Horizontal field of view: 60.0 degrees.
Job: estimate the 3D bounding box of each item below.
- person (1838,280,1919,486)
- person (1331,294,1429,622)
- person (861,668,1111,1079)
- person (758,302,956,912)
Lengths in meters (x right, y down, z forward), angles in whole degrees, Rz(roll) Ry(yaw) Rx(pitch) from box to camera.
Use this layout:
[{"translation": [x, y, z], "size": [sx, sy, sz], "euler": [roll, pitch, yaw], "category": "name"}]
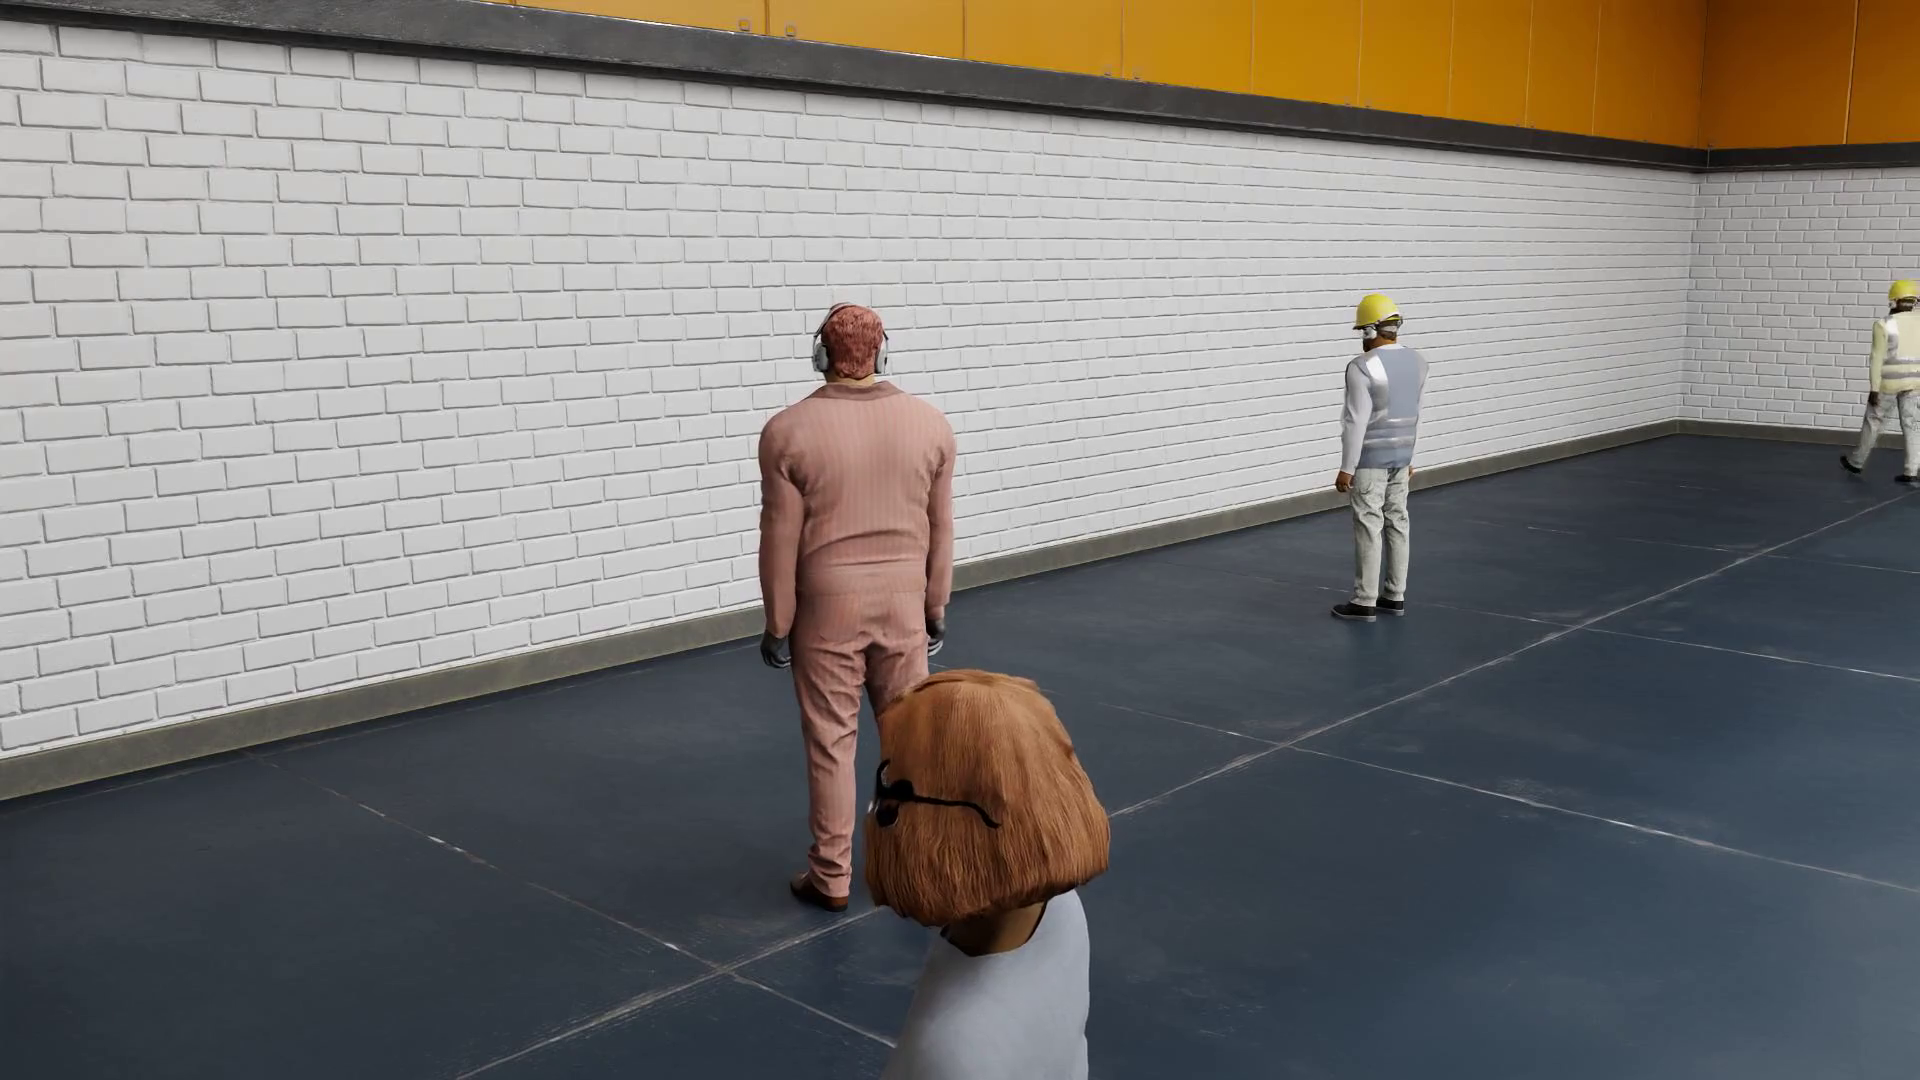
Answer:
[{"translation": [8.276, -1.402, 14.781], "size": [0.608, 1.785, 0.881], "euler": [0, 10, -1], "category": "person"}, {"translation": [2.323, -0.454, 9.287], "size": [0.588, 1.823, 0.403], "euler": [-7, 12, -35], "category": "person"}, {"translation": [0.021, 0.941, 1.876], "size": [0.281, 1.635, 0.498], "euler": [2, 10, 11], "category": "person"}, {"translation": [-0.336, 0.214, 5.248], "size": [0.642, 1.908, 0.399], "euler": [-4, 11, -23], "category": "person"}]
